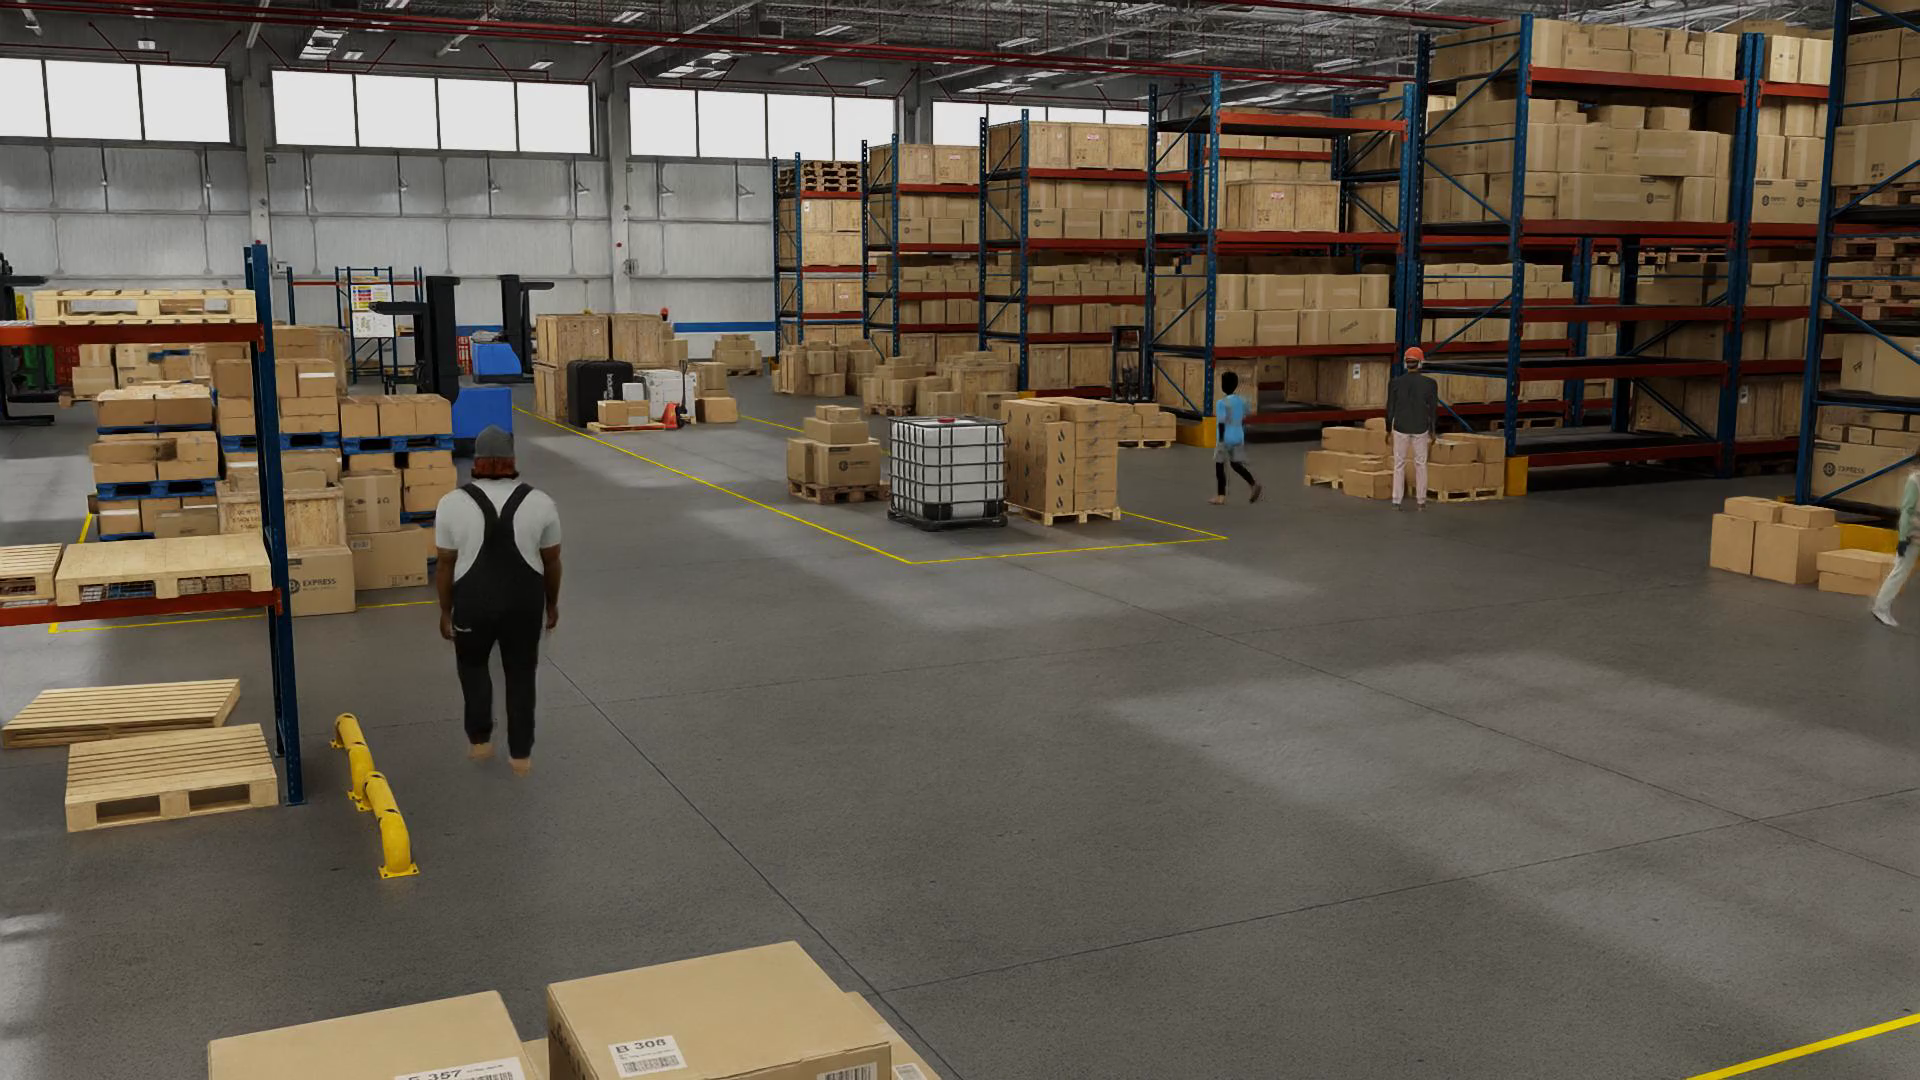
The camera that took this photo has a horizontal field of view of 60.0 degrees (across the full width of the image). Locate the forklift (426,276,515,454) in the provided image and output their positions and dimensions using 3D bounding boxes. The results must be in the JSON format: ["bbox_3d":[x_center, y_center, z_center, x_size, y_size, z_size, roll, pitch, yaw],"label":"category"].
[{"bbox_3d":[-8.069,-2.737,26.069,1.873,2.768,1.129,-4,10,-25],"label":"forklift"}]

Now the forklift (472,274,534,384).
[{"bbox_3d":[-11.434,-5.363,42.358,1.873,2.768,1.129,-4,10,-25],"label":"forklift"}]

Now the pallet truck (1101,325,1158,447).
[{"bbox_3d":[2.881,-2.596,27.923,0.823,1.965,1.885,-1,9,-7],"label":"pallet truck"}]

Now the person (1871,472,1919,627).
[{"bbox_3d":[7.655,-0.023,13.240,0.522,1.581,0.914,-1,9,-5],"label":"person"}]

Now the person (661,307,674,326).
[{"bbox_3d":[-8.259,-5.560,46.571,0.542,1.918,0.818,-1,9,-6],"label":"person"}]

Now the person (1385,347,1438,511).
[{"bbox_3d":[5.454,-1.335,20.123,0.625,1.987,0.387,1,9,8],"label":"person"}]

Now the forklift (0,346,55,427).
[{"bbox_3d":[-17.952,-3.489,30.732,1.873,2.768,1.129,-4,10,-24],"label":"forklift"}]

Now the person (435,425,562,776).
[{"bbox_3d":[-2.684,0.322,9.684,0.713,2.000,0.723,-4,10,-21],"label":"person"}]

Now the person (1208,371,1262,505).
[{"bbox_3d":[3.396,-1.238,20.513,0.532,1.679,0.647,-8,12,-41],"label":"person"}]
